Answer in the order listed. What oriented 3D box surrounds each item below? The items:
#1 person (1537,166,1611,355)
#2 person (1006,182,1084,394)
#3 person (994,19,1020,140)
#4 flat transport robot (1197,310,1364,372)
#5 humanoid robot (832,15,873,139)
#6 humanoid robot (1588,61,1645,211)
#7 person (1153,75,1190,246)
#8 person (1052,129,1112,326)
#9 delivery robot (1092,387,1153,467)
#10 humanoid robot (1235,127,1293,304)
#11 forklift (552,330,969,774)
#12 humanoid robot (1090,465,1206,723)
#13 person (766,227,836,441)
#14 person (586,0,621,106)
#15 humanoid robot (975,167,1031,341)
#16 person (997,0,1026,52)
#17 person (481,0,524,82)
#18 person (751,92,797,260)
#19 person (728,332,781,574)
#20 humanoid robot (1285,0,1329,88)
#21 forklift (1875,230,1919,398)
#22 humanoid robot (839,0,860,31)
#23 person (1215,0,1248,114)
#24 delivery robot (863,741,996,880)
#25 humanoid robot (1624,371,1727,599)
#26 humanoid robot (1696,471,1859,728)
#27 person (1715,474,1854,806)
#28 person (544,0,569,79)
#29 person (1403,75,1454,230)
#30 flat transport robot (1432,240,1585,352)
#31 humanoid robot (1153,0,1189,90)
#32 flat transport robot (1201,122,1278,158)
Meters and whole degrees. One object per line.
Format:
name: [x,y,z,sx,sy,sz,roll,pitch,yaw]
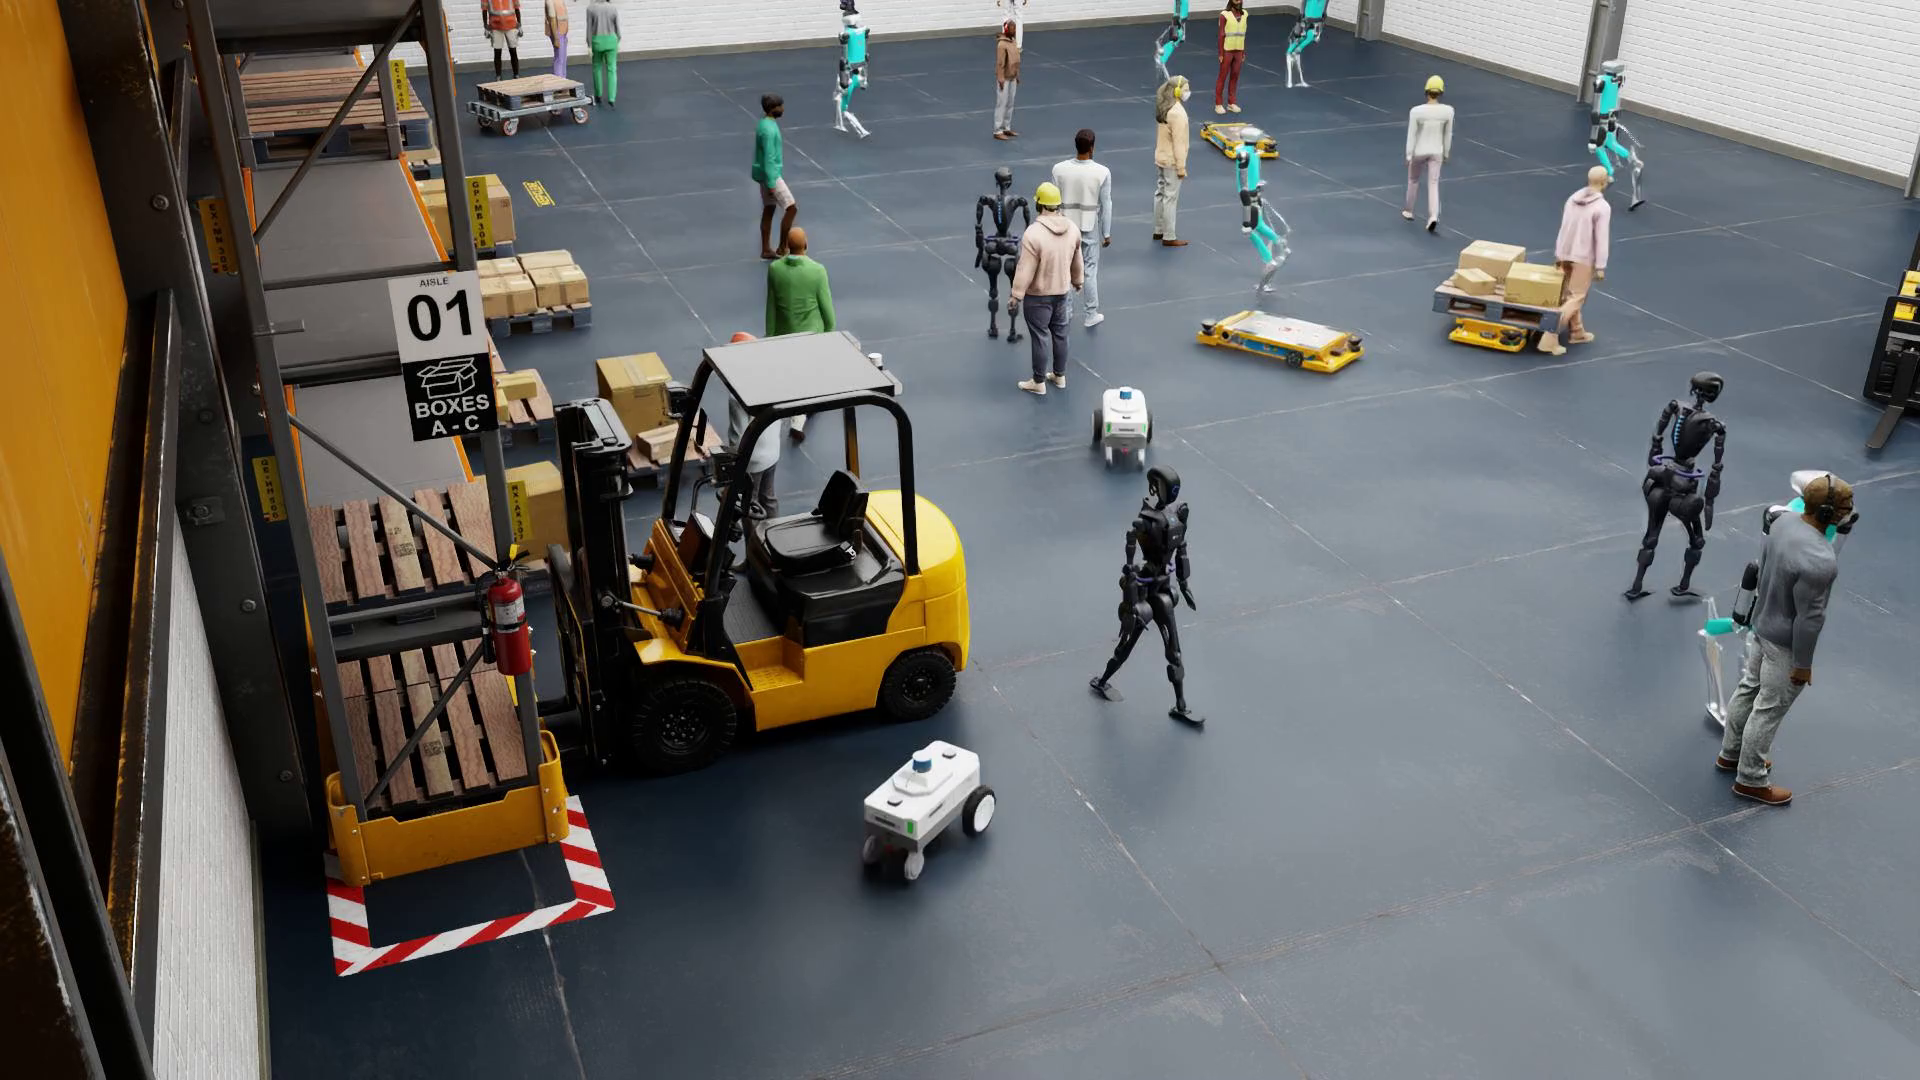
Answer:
person: [5.808,-2.620,15.559,0.725,1.752,0.569,-12,29,-22]
person: [0.777,-2.193,14.569,0.815,1.866,0.401,-20,33,-34]
person: [0.646,-6.446,23.274,0.308,1.647,0.465,16,31,29]
flat transport robot: [3.036,-1.901,15.768,1.431,0.231,0.659,20,33,34]
humanoid robot: [-1.595,-6.435,23.156,1.030,1.734,0.558,21,34,36]
humanoid robot: [7.970,-4.784,19.897,0.538,1.769,0.970,-22,34,-37]
person: [2.358,-4.249,18.655,0.402,1.876,0.553,-7,27,-13]
person: [1.172,-3.025,16.170,0.596,1.916,0.372,9,28,17]
delivery robot: [1.341,-0.954,13.587,0.499,0.613,0.816,1,27,2]
humanoid robot: [3.098,-3.228,16.818,0.716,1.835,0.531,8,28,16]
forklift: [-1.094,0.010,9.831,2.313,2.155,1.214,-10,28,-20]
humanoid robot: [1.147,0.307,9.860,0.599,1.623,0.785,-24,35,-39]
person: [-1.321,-1.719,13.768,0.566,1.747,0.931,7,27,13]
person: [-5.433,-7.586,25.352,0.526,1.817,0.775,-7,28,-14]
humanoid robot: [0.415,-2.737,15.858,0.588,1.645,0.346,6,27,12]
person: [0.907,-9.515,29.134,0.565,1.876,0.362,-1,27,-2]
person: [-7.206,-8.102,26.216,0.612,1.963,0.362,-8,28,-15]
person: [-1.953,-3.929,18.059,0.620,1.830,0.537,-5,27,-10]
person: [-1.437,-0.600,11.541,0.346,1.739,0.577,12,29,22]
humanoid robot: [5.436,-8.068,26.392,0.540,1.755,0.772,-12,29,-23]
forklift: [9.029,-2.397,14.618,1.214,2.155,2.313,18,32,32]
humanoid robot: [-1.885,-9.041,28.387,0.315,1.657,0.599,2,27,4]
person: [4.036,-7.269,24.776,0.475,1.767,0.361,-12,29,-22]
delivery robot: [-0.190,1.395,8.896,0.499,0.595,0.791,16,31,29]
humanoid robot: [4.851,-0.371,11.170,0.602,1.643,0.609,-12,29,-23]
humanoid robot: [4.645,0.338,9.687,0.550,1.788,0.745,-4,27,-8]
person: [4.504,0.528,9.079,0.354,1.937,0.634,3,27,6]
person: [-6.218,-7.794,25.738,0.374,1.840,0.569,1,27,1]
person: [5.433,-4.498,19.297,0.523,1.729,0.841,1,27,3]
flat transport robot: [5.361,-2.172,16.307,0.659,0.231,1.431,16,31,29]
humanoid robot: [3.261,-7.946,26.286,0.722,1.913,0.547,10,29,20]
flat transport robot: [3.855,-5.526,22.978,0.659,0.231,1.431,-4,27,-8]
